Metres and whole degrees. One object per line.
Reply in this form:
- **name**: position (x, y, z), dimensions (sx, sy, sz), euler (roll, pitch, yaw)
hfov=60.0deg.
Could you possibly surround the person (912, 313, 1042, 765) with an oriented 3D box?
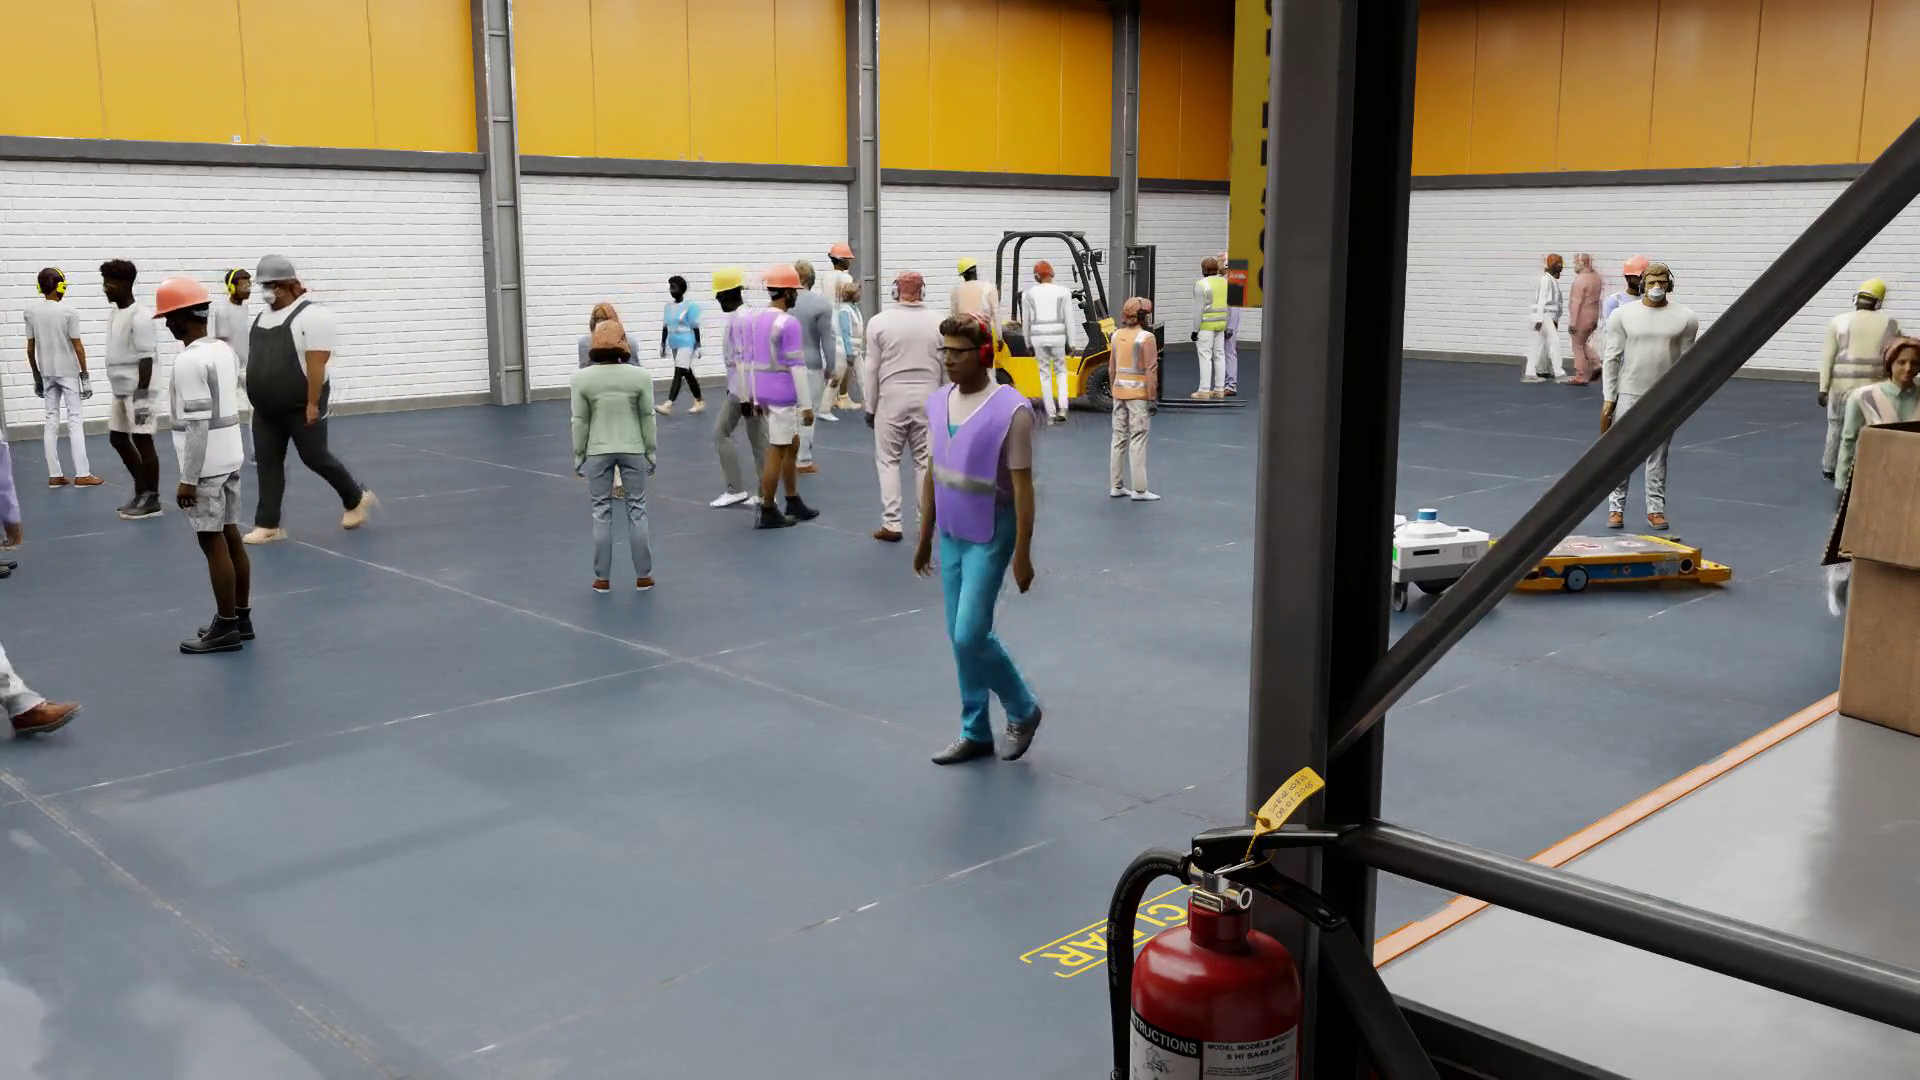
- **person**: position (0.059, 0.010, 6.653), dimensions (0.436, 1.828, 0.580), euler (-8, 13, -36)

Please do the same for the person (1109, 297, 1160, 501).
- **person**: position (1.398, -1.136, 13.431), dimensions (0.315, 1.640, 0.515), euler (-7, 13, -35)

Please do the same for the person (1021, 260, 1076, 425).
- **person**: position (1.001, -2.224, 18.785), dimensions (0.621, 1.858, 0.470), euler (1, 10, 5)

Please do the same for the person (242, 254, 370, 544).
- **person**: position (-4.666, -1.019, 11.700), dimensions (0.679, 2.000, 0.894), euler (4, 11, 22)

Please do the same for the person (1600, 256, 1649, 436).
- **person**: position (6.294, -1.691, 15.640), dimensions (0.542, 1.939, 0.362), euler (-3, 11, -18)

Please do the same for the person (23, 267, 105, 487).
- **person**: position (-7.608, -1.369, 14.093), dimensions (0.508, 1.865, 0.328), euler (1, 10, 3)

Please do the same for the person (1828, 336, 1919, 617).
- **person**: position (4.870, -0.266, 8.758), dimensions (0.522, 1.622, 0.634), euler (2, 11, 10)

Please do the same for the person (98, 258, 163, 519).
- **person**: position (-6.229, -1.136, 12.542), dimensions (0.653, 1.960, 0.372), euler (10, 14, 42)

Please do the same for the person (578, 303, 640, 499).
- **person**: position (-2.853, -1.131, 13.542), dimensions (0.506, 1.579, 0.791), euler (3, 11, 14)

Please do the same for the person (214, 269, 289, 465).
- **person**: position (-6.553, -1.547, 15.175), dimensions (0.851, 1.816, 0.532), euler (2, 11, 8)

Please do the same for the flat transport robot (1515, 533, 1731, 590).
- **flat transport robot**: position (3.936, 0.124, 10.296), dimensions (1.431, 0.197, 0.652), euler (-2, 11, -11)

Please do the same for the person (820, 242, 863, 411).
- **person**: position (-1.462, -2.606, 20.345), dimensions (0.391, 2.045, 0.608), euler (-8, 13, -37)

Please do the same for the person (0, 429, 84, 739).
- **person**: position (-4.209, -0.086, 7.029), dimensions (0.998, 1.883, 0.638), euler (0, 10, 1)

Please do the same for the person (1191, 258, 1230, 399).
- **person**: position (3.263, -2.766, 21.780), dimensions (0.629, 1.840, 0.429), euler (-7, 13, -35)

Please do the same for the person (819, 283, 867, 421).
- **person**: position (-1.237, -2.137, 19.003), dimensions (0.885, 1.587, 0.534), euler (3, 11, 17)

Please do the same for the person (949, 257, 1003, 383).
- **person**: position (0.245, -2.434, 19.870), dimensions (0.756, 1.878, 0.433), euler (2, 11, 12)

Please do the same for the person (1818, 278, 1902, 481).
- **person**: position (7.594, -1.315, 14.063), dimensions (0.603, 1.775, 0.950), euler (3, 11, 17)

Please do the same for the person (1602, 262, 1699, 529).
- **person**: position (5.000, -1.042, 12.102), dimensions (0.636, 1.939, 0.365), euler (2, 11, 11)

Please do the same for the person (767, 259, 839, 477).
- **person**: position (-1.381, -1.511, 14.708), dimensions (0.629, 1.919, 0.436), euler (6, 12, 29)

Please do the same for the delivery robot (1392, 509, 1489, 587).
- **delivery robot**: position (2.684, 0.064, 9.596), dimensions (0.707, 0.478, 0.477), euler (-4, 11, -22)

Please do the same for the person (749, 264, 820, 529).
- **person**: position (-1.210, -1.045, 12.167), dimensions (0.719, 1.916, 0.570), euler (-7, 13, -34)

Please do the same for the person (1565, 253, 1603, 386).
- **person**: position (8.826, -3.116, 23.549), dimensions (0.658, 1.884, 0.464), euler (-10, 14, -44)

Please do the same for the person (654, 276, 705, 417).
- **person**: position (-3.333, -2.284, 19.635), dimensions (0.549, 1.644, 0.889), euler (9, 13, 39)

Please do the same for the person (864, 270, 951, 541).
- **person**: position (-0.351, -0.935, 11.655), dimensions (0.660, 1.894, 0.416), euler (-4, 11, -19)

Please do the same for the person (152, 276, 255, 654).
- **person**: position (-3.882, -0.379, 8.521), dimensions (0.375, 1.927, 0.543), euler (-1, 10, -4)

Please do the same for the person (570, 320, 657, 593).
- **person**: position (-2.065, -0.496, 9.961), dimensions (0.498, 1.633, 0.279), euler (-2, 11, -12)

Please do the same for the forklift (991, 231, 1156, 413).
- **forklift**: position (1.222, -2.721, 20.561), dimensions (2.313, 2.155, 1.214), euler (2, 11, 13)

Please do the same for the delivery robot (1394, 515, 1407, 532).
- **delivery robot**: position (2.404, -0.020, 10.054), dimensions (0.477, 0.478, 0.707), euler (9, 14, 41)

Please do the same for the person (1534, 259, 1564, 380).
- **person**: position (8.726, -3.293, 24.671), dimensions (0.403, 1.830, 0.598), euler (1, 10, 7)

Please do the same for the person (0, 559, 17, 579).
- **person**: position (-6.154, -0.724, 10.372), dimensions (0.363, 1.935, 0.553), euler (-4, 11, -20)

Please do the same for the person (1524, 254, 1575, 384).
- **person**: position (8.588, -3.177, 23.973), dimensions (0.856, 1.854, 0.610), euler (5, 11, 24)

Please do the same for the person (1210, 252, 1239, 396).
- **person**: position (3.517, -2.869, 22.158), dimensions (0.403, 1.906, 0.652), euler (0, 10, -3)

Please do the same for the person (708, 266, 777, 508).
- **person**: position (-1.740, -1.181, 13.002), dimensions (0.653, 1.890, 0.617), euler (2, 11, 11)
